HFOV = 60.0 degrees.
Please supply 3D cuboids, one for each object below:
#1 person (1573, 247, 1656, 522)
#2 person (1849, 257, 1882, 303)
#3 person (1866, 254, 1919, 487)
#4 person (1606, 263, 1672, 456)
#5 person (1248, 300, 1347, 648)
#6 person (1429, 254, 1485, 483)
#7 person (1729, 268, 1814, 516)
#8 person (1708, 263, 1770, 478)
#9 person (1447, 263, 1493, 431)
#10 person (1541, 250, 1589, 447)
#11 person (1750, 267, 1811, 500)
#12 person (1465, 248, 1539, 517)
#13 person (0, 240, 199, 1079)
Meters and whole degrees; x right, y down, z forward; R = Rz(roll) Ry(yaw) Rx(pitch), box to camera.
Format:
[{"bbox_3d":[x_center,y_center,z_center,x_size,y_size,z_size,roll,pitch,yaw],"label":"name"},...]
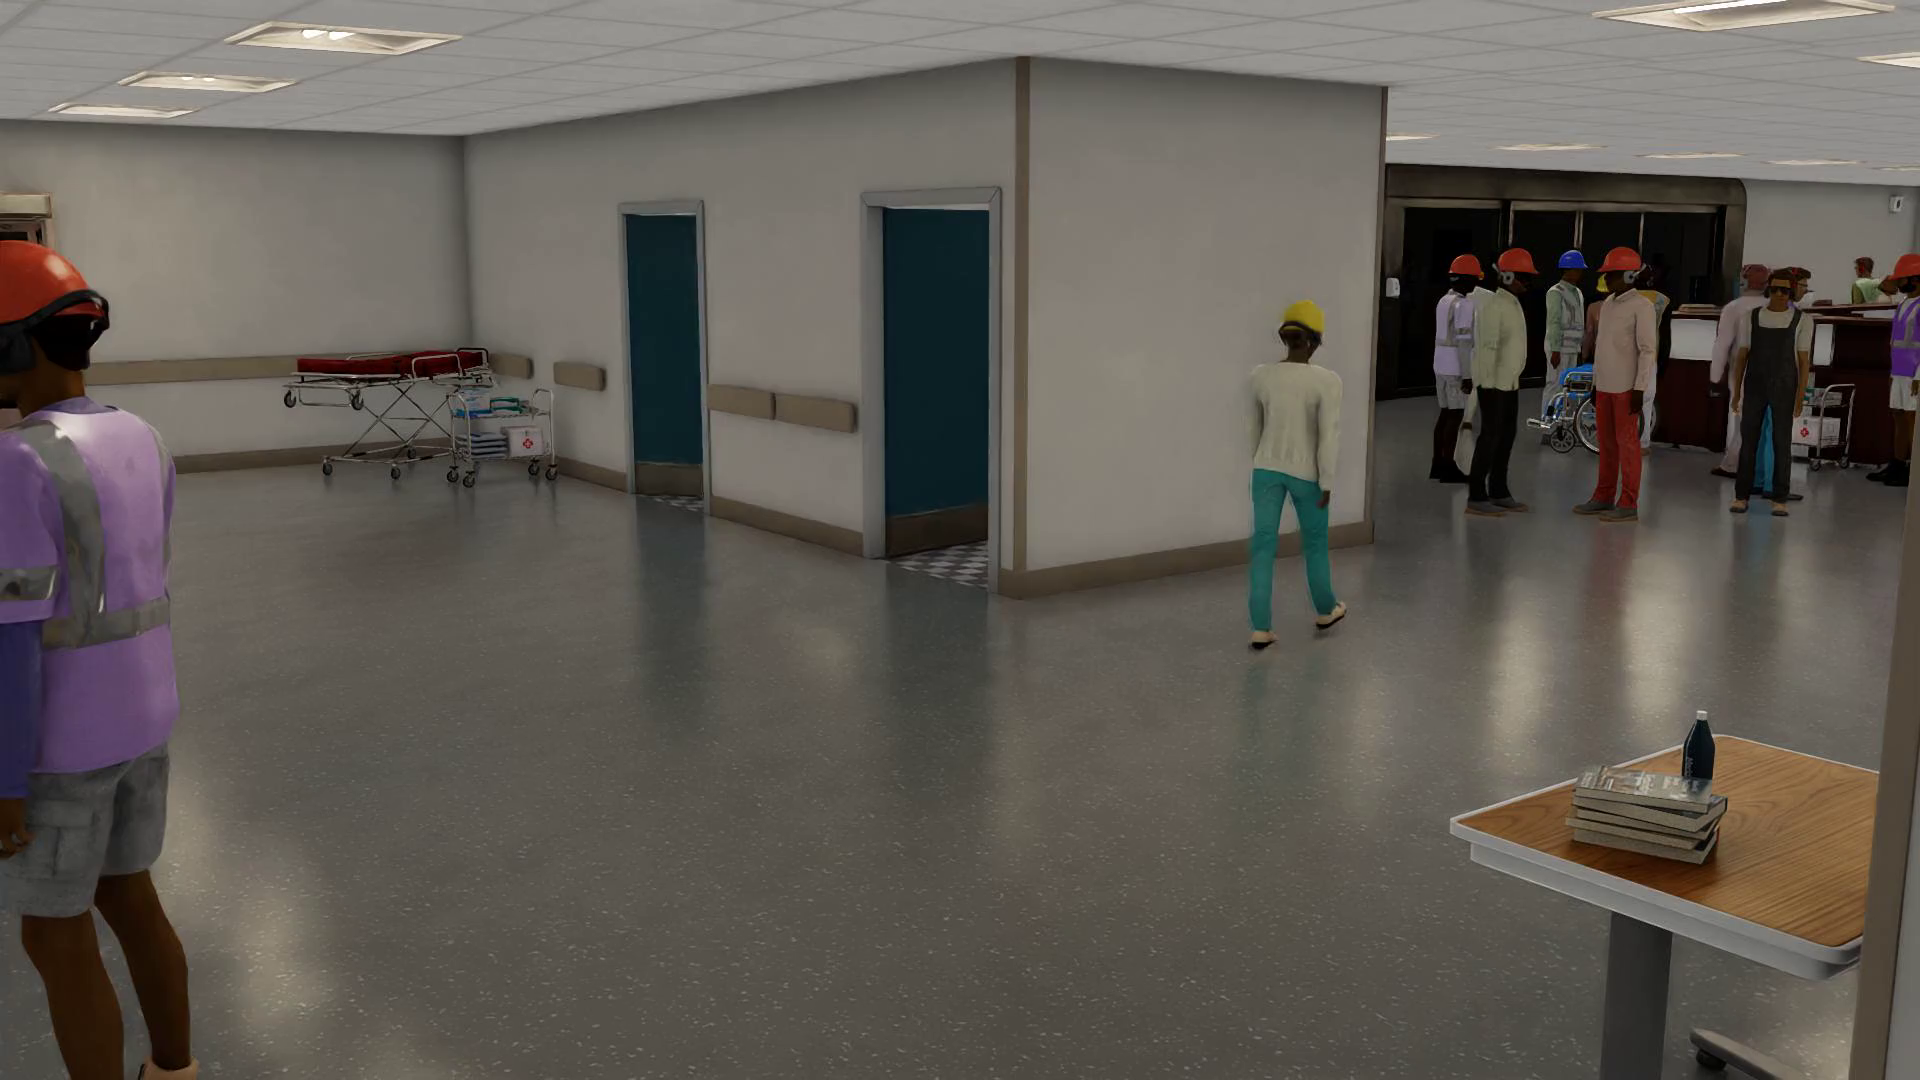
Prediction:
[{"bbox_3d":[4.795,-1.131,12.145,0.392,1.992,0.623,-2,10,-11],"label":"person"},{"bbox_3d":[12.047,-2.840,22.174,0.589,1.838,0.376,-7,12,-33],"label":"person"},{"bbox_3d":[7.892,-1.406,13.872,0.384,1.930,0.547,1,10,6],"label":"person"},{"bbox_3d":[6.441,-1.714,15.881,0.631,1.835,0.429,4,11,23],"label":"person"},{"bbox_3d":[1.718,-0.347,8.487,0.536,1.724,0.872,6,12,32],"label":"person"},{"bbox_3d":[4.220,-1.446,14.107,0.389,1.928,0.549,-1,10,-4],"label":"person"},{"bbox_3d":[6.033,-1.096,12.394,0.508,1.838,0.342,7,12,34],"label":"person"},{"bbox_3d":[6.701,-1.390,13.998,0.654,1.863,0.977,-3,10,-14],"label":"person"},{"bbox_3d":[5.520,-2.124,18.129,0.574,1.840,0.760,2,10,11],"label":"person"},{"bbox_3d":[6.055,-1.915,16.668,0.387,1.948,0.605,9,13,40],"label":"person"},{"bbox_3d":[6.478,-1.238,13.196,0.388,1.837,0.564,0,10,1],"label":"person"},{"bbox_3d":[4.042,-1.164,12.365,0.407,1.987,0.626,8,13,38],"label":"person"},{"bbox_3d":[-1.871,0.396,3.503,0.410,2.028,0.622,0,10,0],"label":"person"}]
